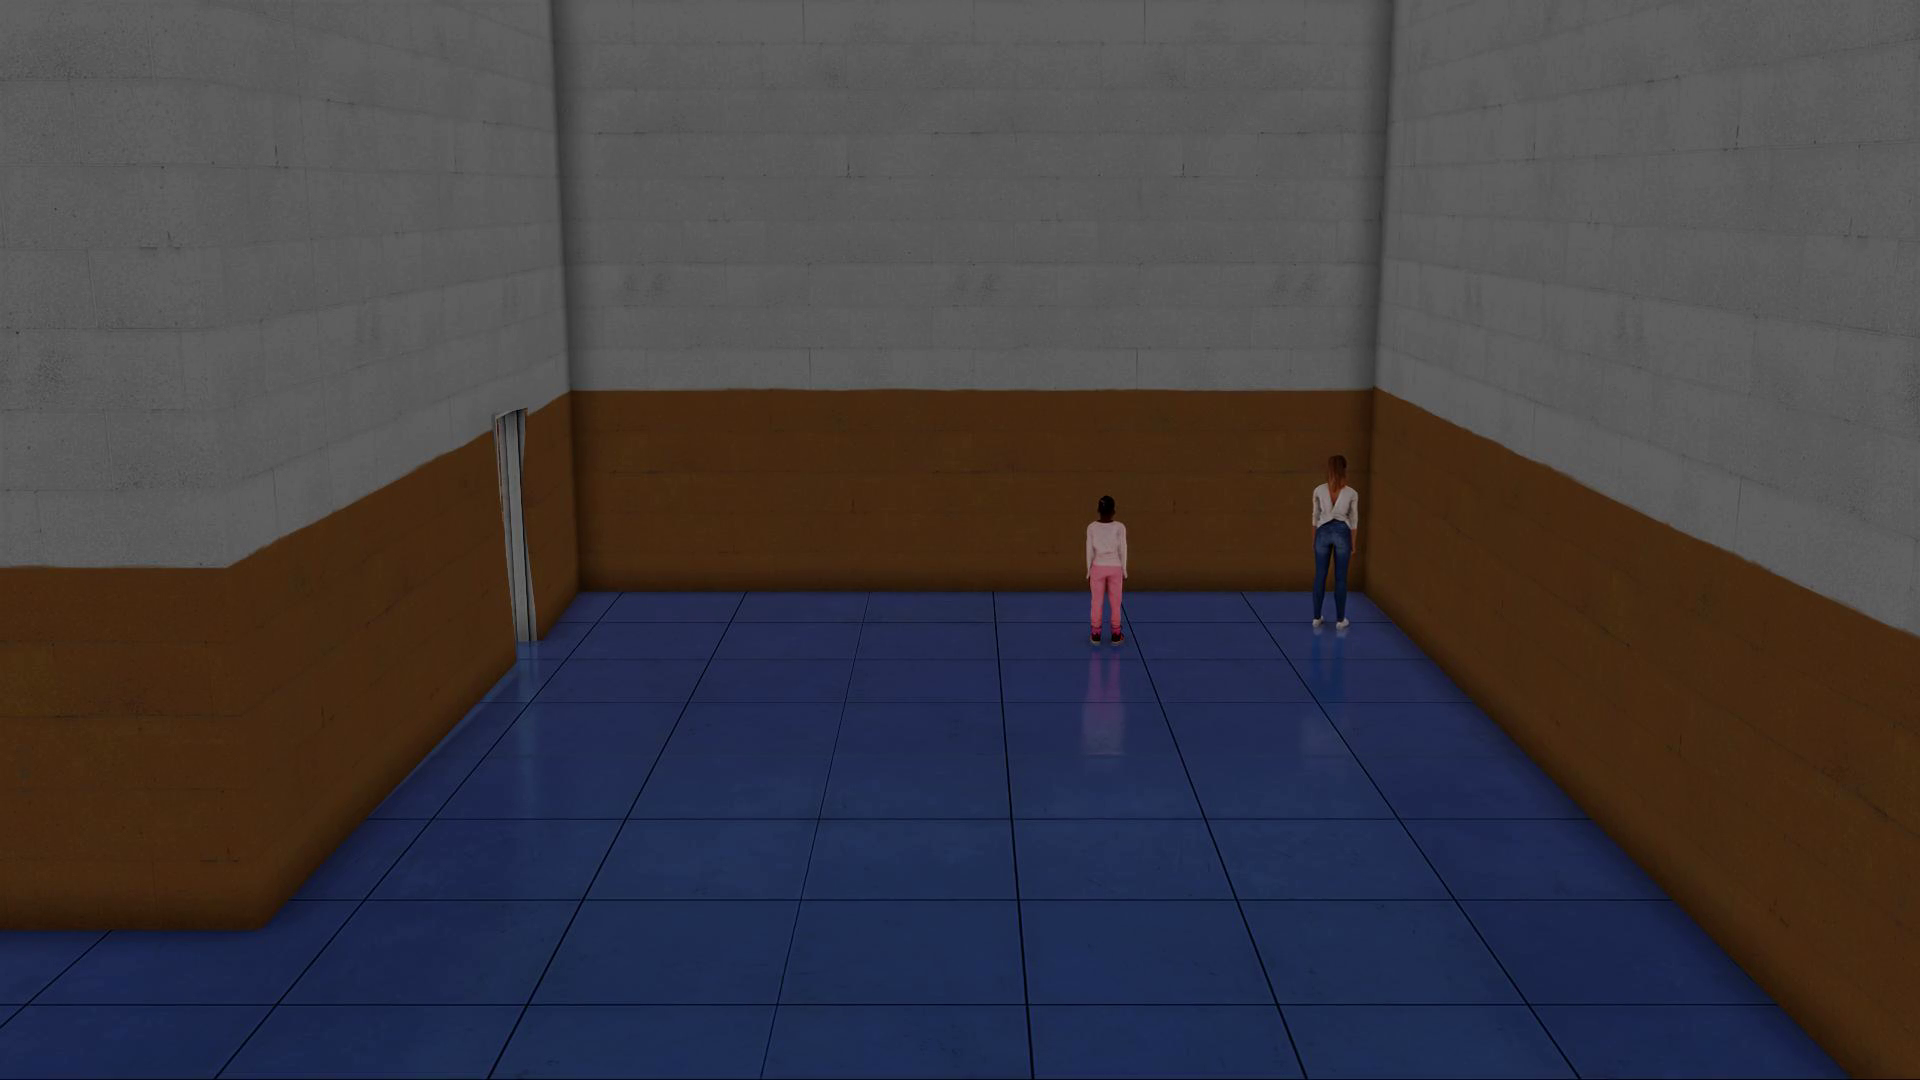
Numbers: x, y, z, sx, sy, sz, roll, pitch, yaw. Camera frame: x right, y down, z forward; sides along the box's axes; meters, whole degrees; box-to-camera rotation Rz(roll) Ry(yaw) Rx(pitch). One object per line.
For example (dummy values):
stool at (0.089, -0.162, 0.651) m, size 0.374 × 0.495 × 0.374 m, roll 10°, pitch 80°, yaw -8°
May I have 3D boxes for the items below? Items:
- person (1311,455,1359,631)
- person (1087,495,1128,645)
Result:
person at (3.666, 0.013, 16.353) m, size 0.568 × 1.722 × 0.718 m, roll 4°, pitch 13°, yaw 19°
person at (1.397, 0.268, 15.818) m, size 0.475 × 1.442 × 0.624 m, roll 2°, pitch 12°, yaw 7°
